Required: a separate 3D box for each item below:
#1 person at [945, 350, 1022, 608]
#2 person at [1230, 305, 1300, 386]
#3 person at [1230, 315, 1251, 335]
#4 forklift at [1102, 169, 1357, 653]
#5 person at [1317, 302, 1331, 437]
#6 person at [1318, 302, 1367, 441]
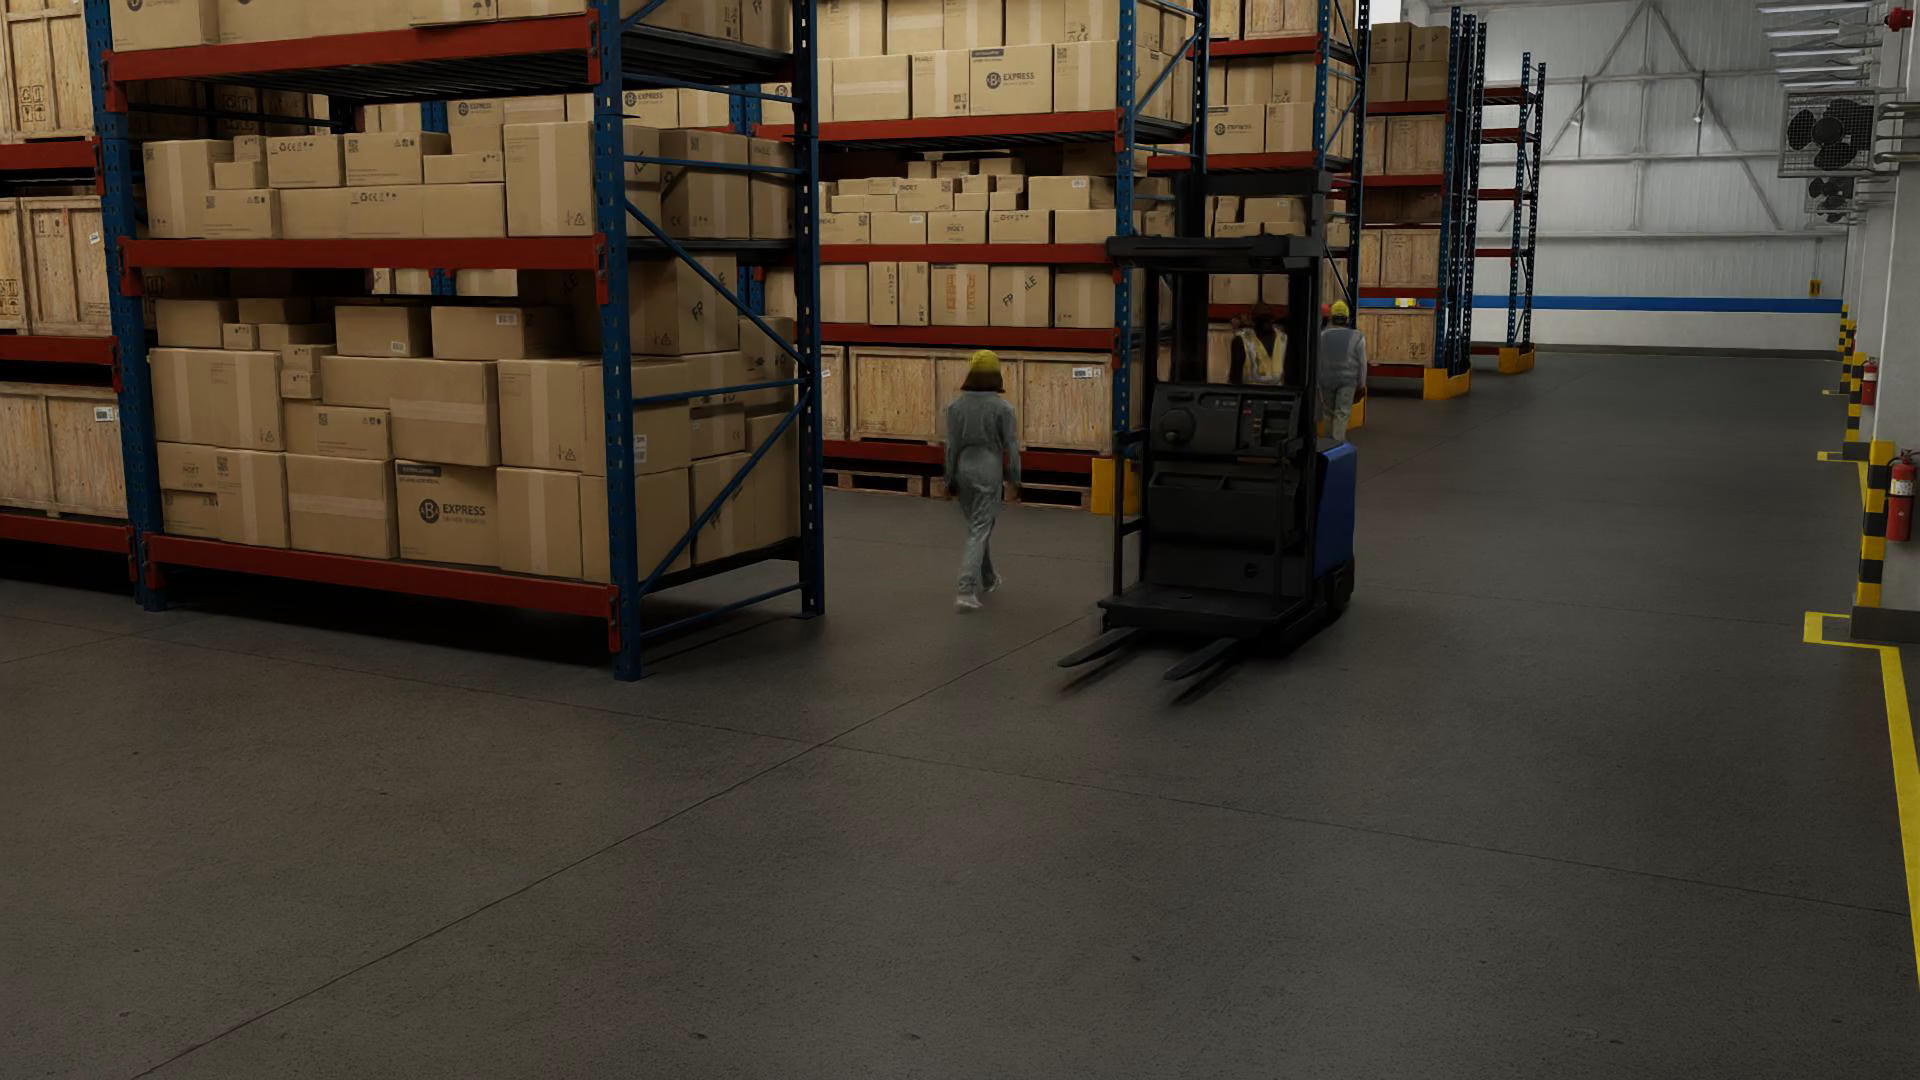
[{"bbox_3d":[0.137,-0.416,11.090,0.502,1.694,0.923,5,11,26],"label":"person"},{"bbox_3d":[3.104,-1.481,16.945,0.700,1.807,0.531,-4,10,-20],"label":"person"},{"bbox_3d":[3.313,-1.837,19.581,0.818,1.590,0.560,2,10,11],"label":"person"},{"bbox_3d":[1.781,-0.889,10.396,1.129,2.768,1.873,5,11,27],"label":"forklift"},{"bbox_3d":[4.332,-2.012,20.210,0.393,1.738,0.566,1,10,7],"label":"person"},{"bbox_3d":[4.220,-1.745,18.528,0.583,1.792,0.946,4,11,23],"label":"person"}]
